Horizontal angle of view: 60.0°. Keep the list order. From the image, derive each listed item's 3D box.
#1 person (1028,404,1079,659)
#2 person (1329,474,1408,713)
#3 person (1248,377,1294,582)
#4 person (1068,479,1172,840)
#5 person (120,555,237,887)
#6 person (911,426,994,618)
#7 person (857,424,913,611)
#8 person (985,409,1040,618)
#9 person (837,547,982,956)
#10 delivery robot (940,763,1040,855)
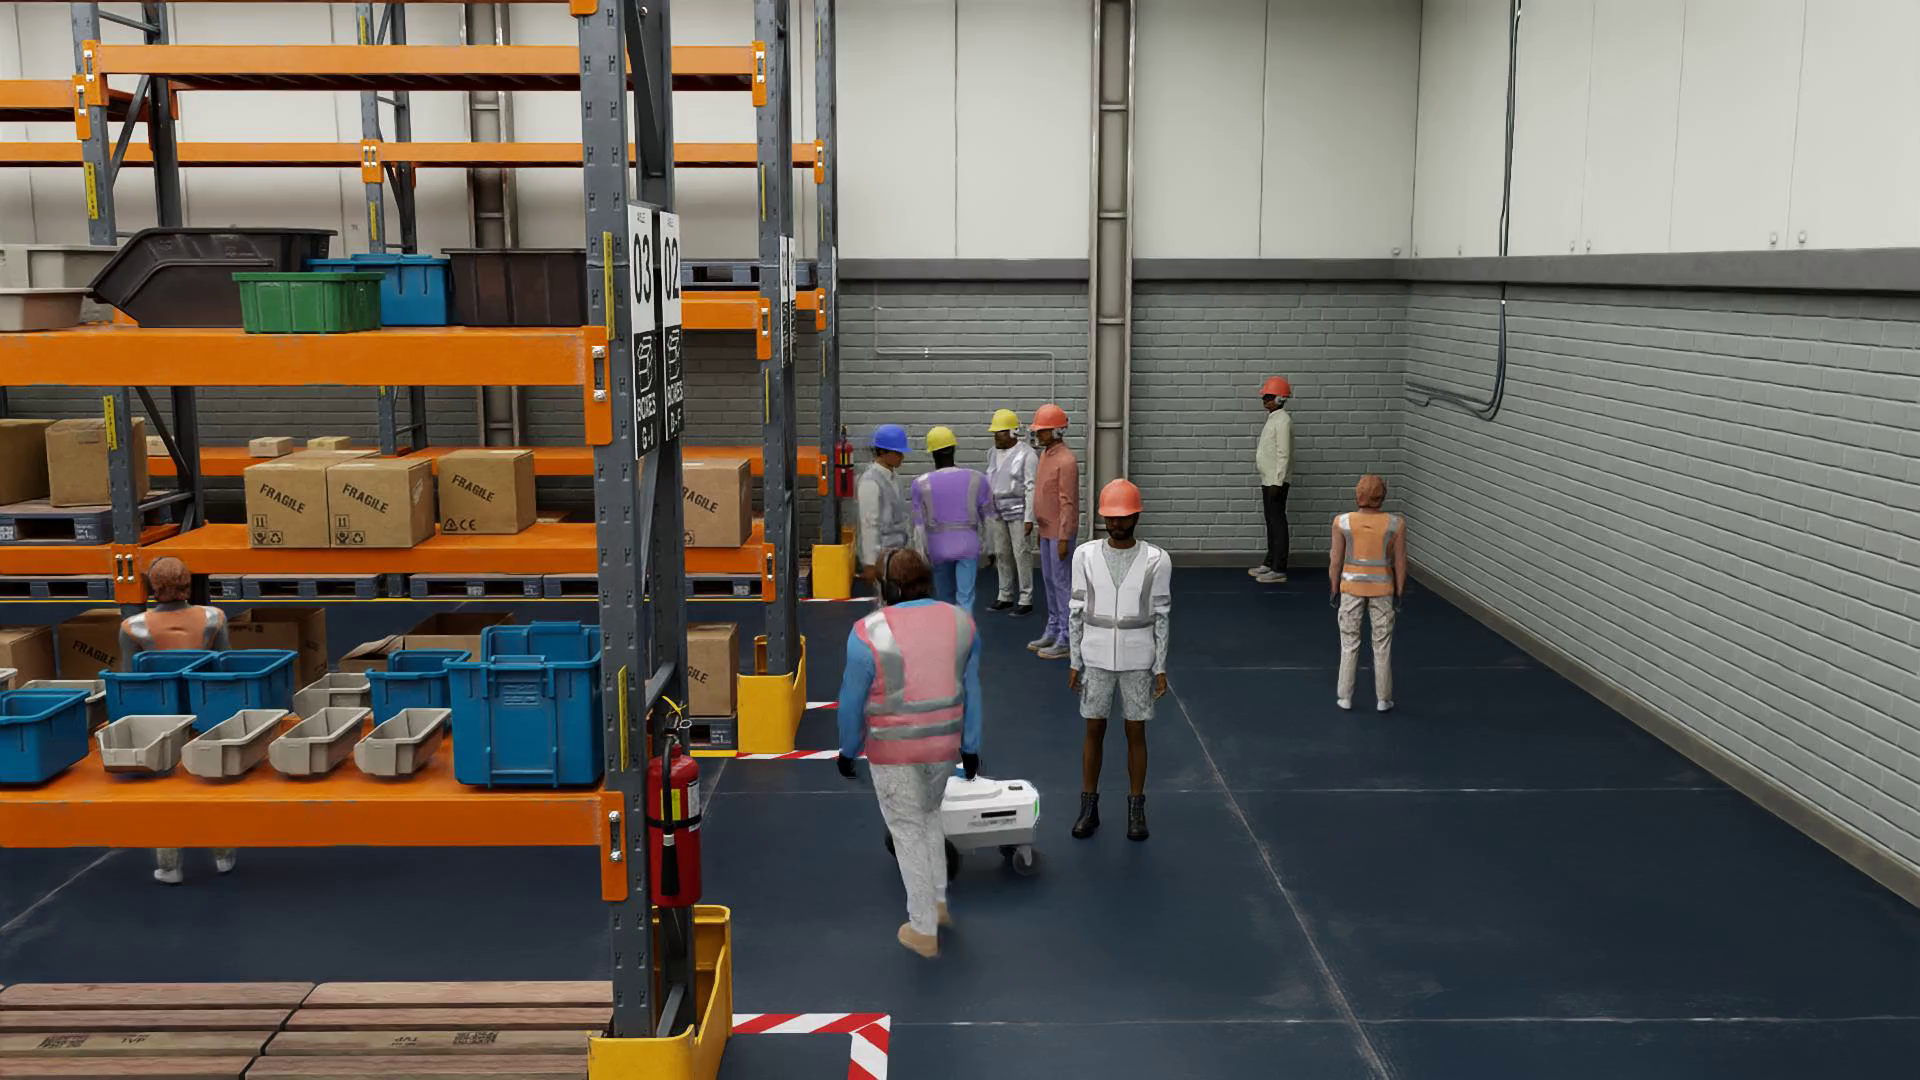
[{"bbox_3d":[0.729,-0.072,13.038,0.408,1.987,0.615,-3,10,-15],"label":"person"},{"bbox_3d":[2.787,0.370,11.388,0.523,1.636,0.310,2,10,14],"label":"person"},{"bbox_3d":[3.048,-0.588,16.163,0.375,1.997,0.611,0,9,-1],"label":"person"},{"bbox_3d":[0.842,0.635,8.842,0.543,1.939,0.361,2,9,11],"label":"person"},{"bbox_3d":[-3.844,0.887,8.219,0.523,1.636,0.310,-7,12,-38],"label":"person"},{"bbox_3d":[-0.050,0.080,12.458,0.620,1.877,1.017,0,9,0],"label":"person"},{"bbox_3d":[-0.525,0.119,12.011,0.444,1.927,0.642,2,10,14],"label":"person"},{"bbox_3d":[0.433,-0.238,14.572,0.406,1.822,0.598,-8,12,-42],"label":"person"},{"bbox_3d":[-0.244,0.925,7.457,0.628,1.815,0.612,-5,11,-30],"label":"person"},{"bbox_3d":[0.032,1.361,8.337,0.707,0.478,0.477,-2,10,-15],"label":"delivery robot"}]
